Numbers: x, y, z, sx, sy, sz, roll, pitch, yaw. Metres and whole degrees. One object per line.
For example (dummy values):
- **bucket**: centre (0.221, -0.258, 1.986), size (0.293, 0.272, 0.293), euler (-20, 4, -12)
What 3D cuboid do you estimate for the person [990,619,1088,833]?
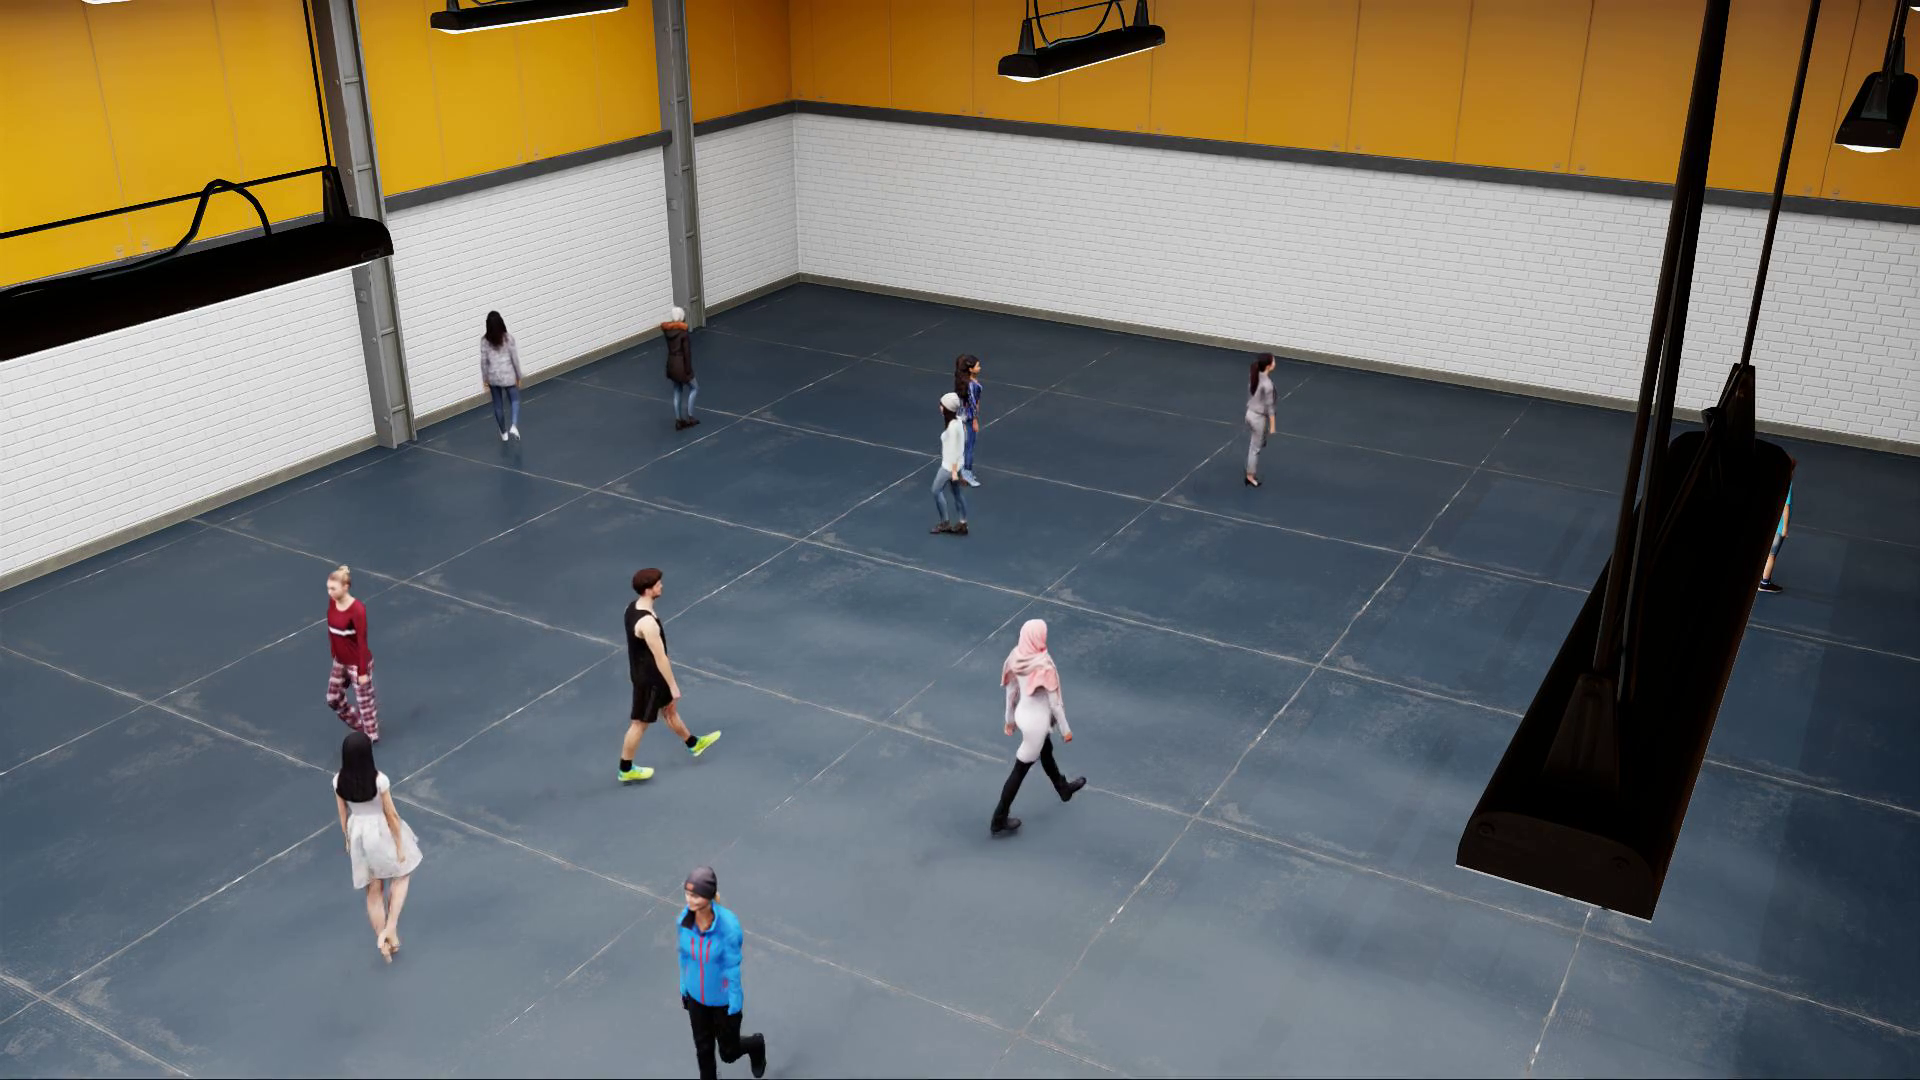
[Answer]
- **person**: centre (0.486, 1.495, 12.882), size (1.279, 1.746, 1.035), euler (-13, 27, -28)

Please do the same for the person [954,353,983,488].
- **person**: centre (0.113, -1.432, 19.744), size (0.754, 1.614, 0.676), euler (-4, 24, -8)

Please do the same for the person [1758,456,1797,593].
- **person**: centre (8.379, -0.189, 17.106), size (0.660, 1.448, 0.571), euler (-1, 24, -2)

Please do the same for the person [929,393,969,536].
- **person**: centre (-0.003, -0.824, 18.327), size (0.772, 1.634, 0.707), euler (3, 24, 6)

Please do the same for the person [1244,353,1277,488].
- **person**: centre (3.441, -1.387, 19.575), size (0.789, 1.665, 0.741), euler (-8, 25, -17)

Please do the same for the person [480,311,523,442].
- **person**: centre (-5.783, -2.023, 20.961), size (0.929, 1.720, 0.994), euler (-5, 24, -12)

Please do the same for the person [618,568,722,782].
- **person**: centre (-2.619, 1.145, 13.565), size (1.267, 1.841, 1.129), euler (-10, 26, -22)

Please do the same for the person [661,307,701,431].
- **person**: centre (-3.657, -2.201, 21.491), size (0.598, 1.624, 0.597), euler (14, 27, 28)

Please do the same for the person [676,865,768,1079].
- **person**: centre (-1.432, 2.721, 10.031), size (0.622, 1.782, 0.912), euler (12, 27, 26)

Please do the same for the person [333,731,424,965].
- **person**: centre (-4.028, 2.155, 11.354), size (0.787, 1.761, 0.849), euler (2, 24, 6)

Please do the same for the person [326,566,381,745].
- **person**: centre (-5.095, 0.989, 14.106), size (0.646, 1.693, 0.580), euler (12, 27, 26)
